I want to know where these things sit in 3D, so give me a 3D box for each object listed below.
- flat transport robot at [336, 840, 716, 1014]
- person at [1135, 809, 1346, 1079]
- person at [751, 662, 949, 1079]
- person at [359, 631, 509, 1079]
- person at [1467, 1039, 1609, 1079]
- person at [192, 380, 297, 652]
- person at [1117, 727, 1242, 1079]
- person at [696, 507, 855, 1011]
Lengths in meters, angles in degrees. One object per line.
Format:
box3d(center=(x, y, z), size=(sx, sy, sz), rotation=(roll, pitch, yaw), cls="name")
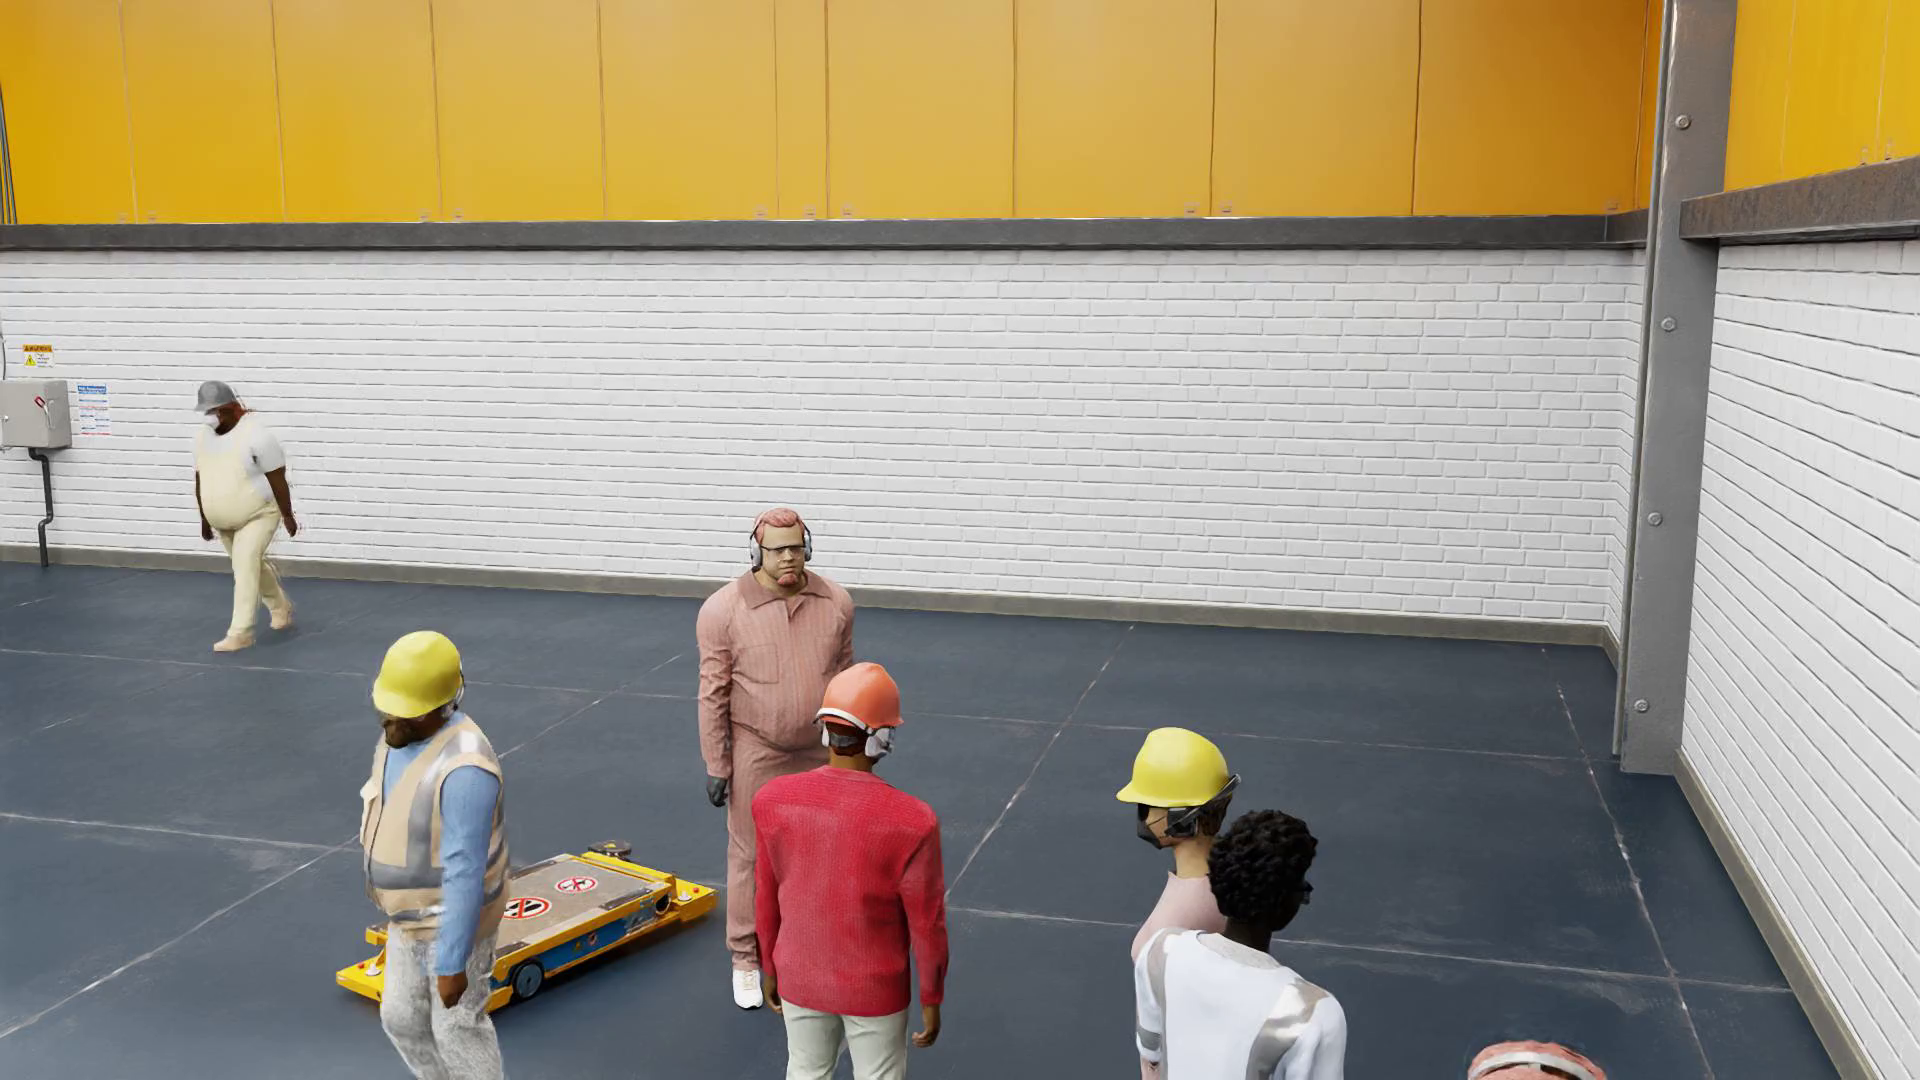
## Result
box3d(center=(-1.727, 1.562, 6.780), size=(0.652, 0.197, 1.431), rotation=(7, 12, 34), cls="flat transport robot")
box3d(center=(0.592, 1.400, 3.573), size=(0.320, 1.686, 0.541), rotation=(-9, 13, -42), cls="person")
box3d(center=(-0.295, 1.196, 4.624), size=(0.575, 1.738, 0.351), rotation=(3, 10, 19), cls="person")
box3d(center=(-1.556, 1.114, 4.984), size=(0.439, 1.777, 0.637), rotation=(-9, 13, -41), cls="person")
box3d(center=(0.729, 1.550, 2.119), size=(0.653, 1.880, 0.586), rotation=(2, 10, 11), cls="person")
box3d(center=(-5.266, -0.263, 12.323), size=(0.706, 2.000, 1.004), rotation=(3, 10, 18), cls="person")
box3d(center=(0.526, 1.302, 3.934), size=(0.341, 1.759, 0.525), rotation=(4, 11, 25), cls="person")
box3d(center=(-0.667, 0.818, 6.349), size=(0.653, 1.906, 0.408), rotation=(-5, 11, -28), cls="person")
